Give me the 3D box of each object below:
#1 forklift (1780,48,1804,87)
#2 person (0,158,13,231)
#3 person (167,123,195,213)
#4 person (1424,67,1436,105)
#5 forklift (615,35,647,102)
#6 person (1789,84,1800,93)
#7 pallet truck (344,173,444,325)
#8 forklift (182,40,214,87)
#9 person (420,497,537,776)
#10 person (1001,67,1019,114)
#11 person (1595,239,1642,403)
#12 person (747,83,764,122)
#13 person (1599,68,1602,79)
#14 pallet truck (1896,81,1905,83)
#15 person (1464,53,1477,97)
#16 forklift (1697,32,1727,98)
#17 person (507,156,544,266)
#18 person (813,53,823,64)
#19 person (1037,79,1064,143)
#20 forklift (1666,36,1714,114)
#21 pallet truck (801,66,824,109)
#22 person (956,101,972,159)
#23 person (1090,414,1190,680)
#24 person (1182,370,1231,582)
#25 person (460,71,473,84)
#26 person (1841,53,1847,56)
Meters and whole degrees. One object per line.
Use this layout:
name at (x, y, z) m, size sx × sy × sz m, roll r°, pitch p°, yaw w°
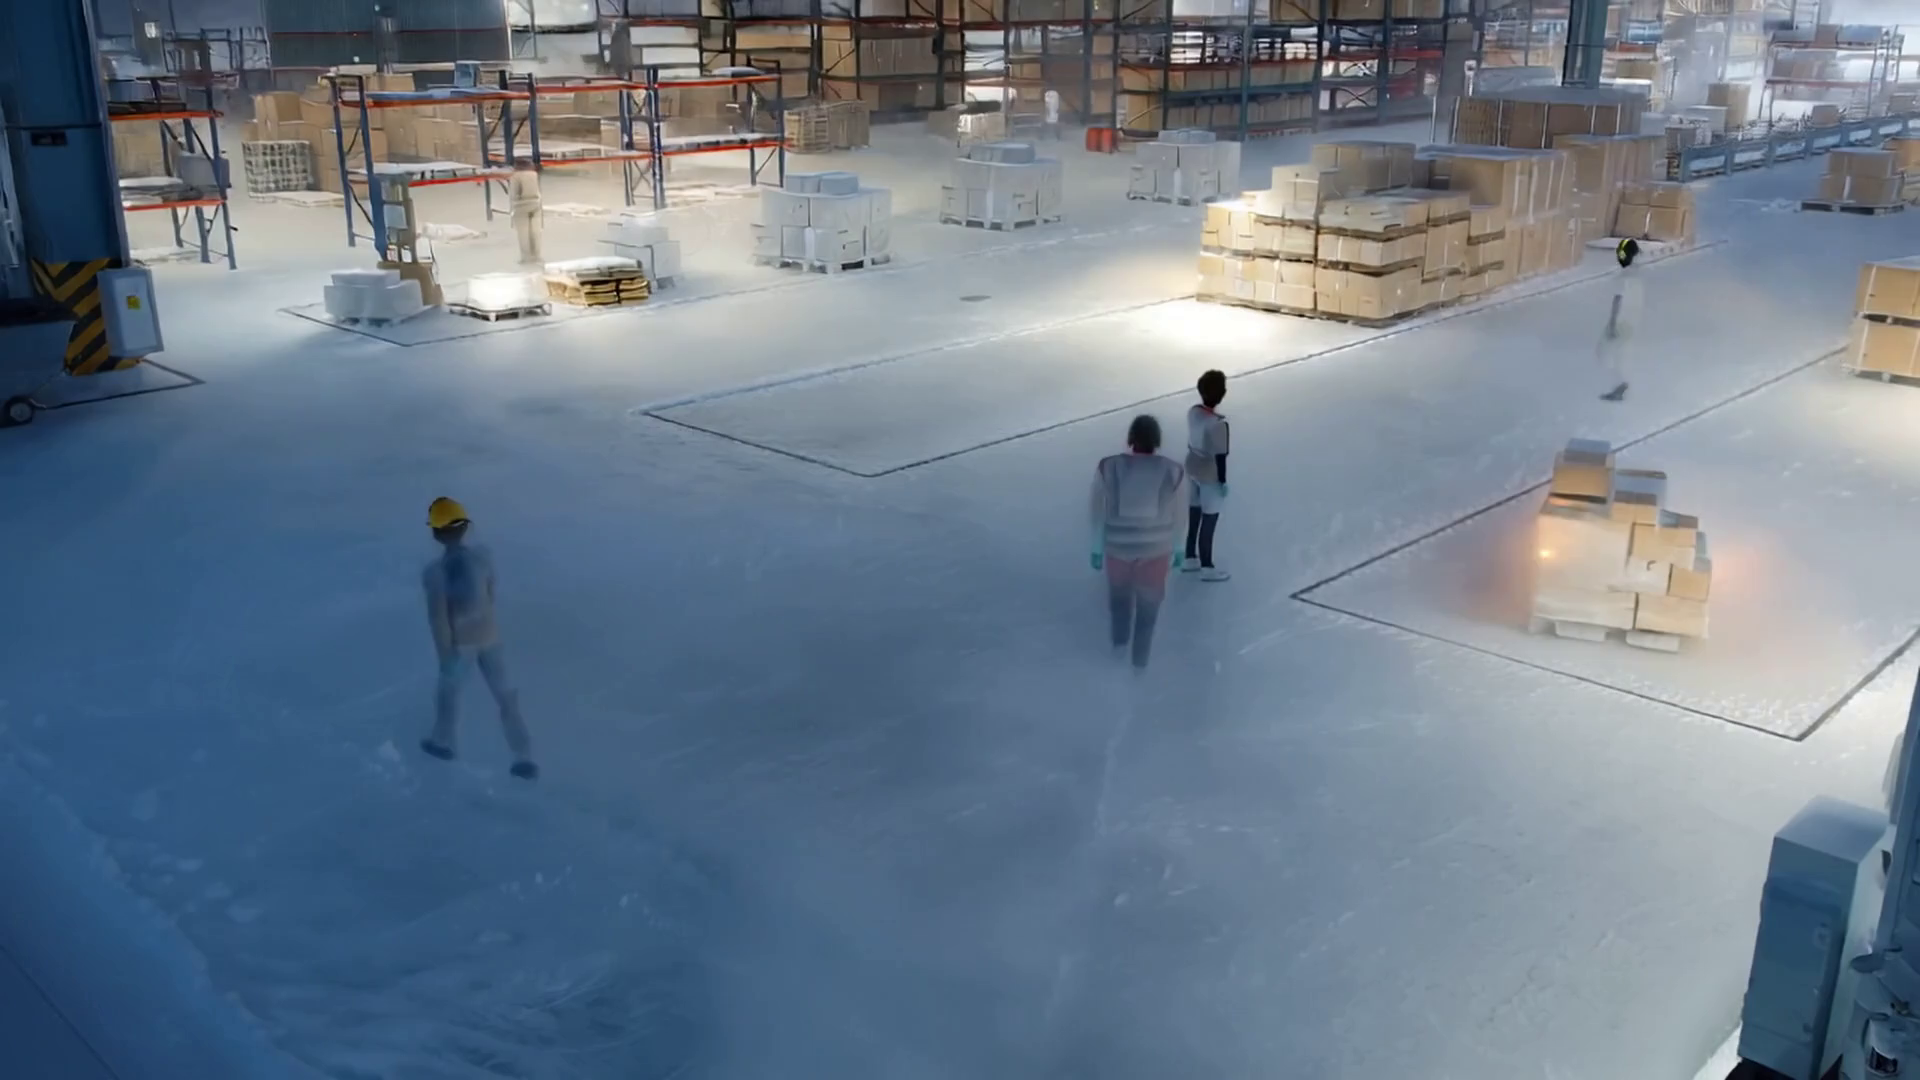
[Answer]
forklift at (39.512, -22.609, 77.901) m, size 1.129 × 2.768 × 1.873 m, roll 17°, pitch 25°, yaw 41°
person at (-18.631, -6.981, 32.289) m, size 0.369 × 1.936 × 0.630 m, roll -9°, pitch 20°, yaw -25°
person at (-16.439, -7.840, 35.018) m, size 0.332 × 1.844 × 0.508 m, roll 3°, pitch 19°, yaw 9°
person at (18.411, -17.668, 65.000) m, size 0.593 × 1.608 × 0.532 m, roll -14°, pitch 23°, yaw -35°
forklift at (-12.749, -17.643, 62.938) m, size 1.873 × 2.768 × 1.129 m, roll -2°, pitch 18°, yaw -5°
person at (34.171, -18.774, 68.059) m, size 0.601 × 1.790 × 0.791 m, roll 13°, pitch 23°, yaw 35°
pallet truck at (-8.209, -4.181, 23.757) m, size 0.823 × 1.965 × 1.885 m, roll 3°, pitch 19°, yaw 9°
forklift at (-26.453, -15.979, 57.923) m, size 1.129 × 2.768 × 1.873 m, roll 9°, pitch 21°, yaw 26°
person at (-2.918, 0.578, 9.864) m, size 0.945 × 1.720 × 0.522 m, roll 15°, pitch 24°, yaw 38°
person at (1.730, -15.939, 59.375) m, size 1.037 × 1.892 × 0.637 m, roll -12°, pitch 22°, yaw -32°
person at (7.460, -2.462, 18.804) m, size 0.538 × 1.858 × 0.387 m, roll -13°, pitch 23°, yaw -35°
person at (-6.856, -14.522, 55.423) m, size 0.557 × 1.656 × 0.819 m, roll -11°, pitch 21°, yaw -29°
person at (22.294, -15.548, 58.173) m, size 0.636 × 1.900 × 0.399 m, roll 12°, pitch 22°, yaw 32°
pallet truck at (34.802, -16.331, 61.455) m, size 0.653 × 1.274 × 1.630 m, roll 17°, pitch 25°, yaw 41°
person at (22.108, -20.143, 72.083) m, size 0.376 × 1.845 × 0.570 m, roll -13°, pitch 23°, yaw -35°
forklift at (30.630, -19.346, 68.067) m, size 1.129 × 2.768 × 1.873 m, roll 17°, pitch 25°, yaw 41°
person at (-7.397, -5.592, 28.278) m, size 0.431 × 1.835 × 0.624 m, roll 17°, pitch 25°, yaw 41°
person at (-5.909, -19.722, 70.625) m, size 0.823 × 1.960 × 0.641 m, roll -17°, pitch 25°, yaw -41°
person at (2.782, -13.090, 50.722) m, size 0.816 × 1.938 × 0.613 m, roll 14°, pitch 23°, yaw 37°
forklift at (27.341, -17.291, 61.877) m, size 1.129 × 2.768 × 1.873 m, roll 17°, pitch 25°, yaw 41°
pallet truck at (-4.812, -15.182, 56.903) m, size 0.823 × 1.965 × 1.885 m, roll -9°, pitch 21°, yaw -26°
person at (0.078, -9.720, 40.566) m, size 0.399 × 1.929 × 0.539 m, roll 9°, pitch 20°, yaw 25°
person at (1.231, 0.027, 11.346) m, size 0.661 × 1.824 × 0.595 m, roll 3°, pitch 19°, yaw 10°
person at (1.963, -0.513, 13.178) m, size 0.318 × 1.697 × 0.533 m, roll -7°, pitch 20°, yaw -21°
person at (-16.553, -14.674, 55.539) m, size 0.802 × 1.889 × 0.614 m, roll 9°, pitch 20°, yaw 26°
person at (37.227, -19.598, 70.307) m, size 0.455 × 1.930 × 0.624 m, roll -16°, pitch 24°, yaw -40°
